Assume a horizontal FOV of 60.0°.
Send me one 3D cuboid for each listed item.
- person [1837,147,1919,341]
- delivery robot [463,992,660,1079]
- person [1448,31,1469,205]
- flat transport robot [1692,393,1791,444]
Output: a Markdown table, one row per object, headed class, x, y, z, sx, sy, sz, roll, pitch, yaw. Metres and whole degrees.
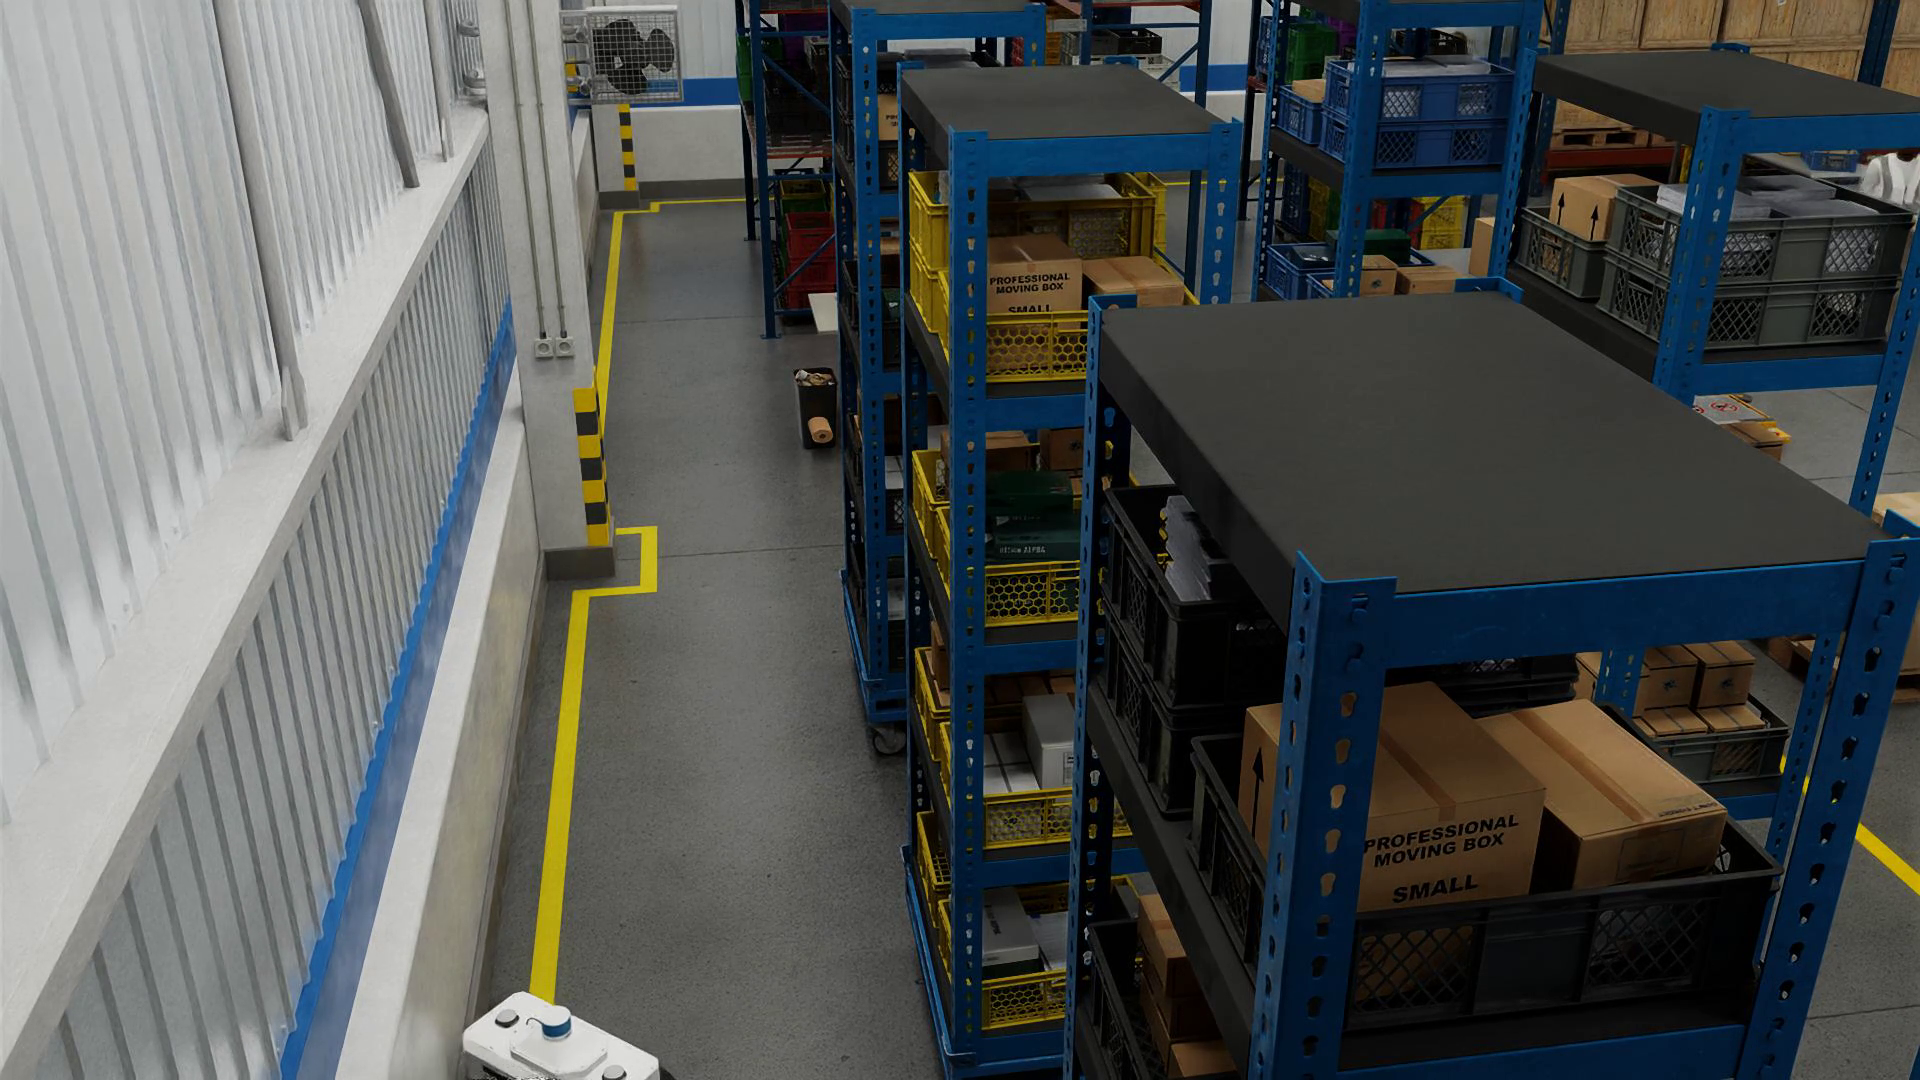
| class | x | y | z | sx | sy | sz | roll | pitch | yaw |
| --- | --- | --- | --- | --- | --- | --- | --- | --- | --- |
| person | 7.890 | -2.617 | 14.094 | 0.581 | 1.830 | 0.958 | -6 | 25 | -13 |
| delivery robot | -1.389 | 1.848 | 5.804 | 0.707 | 0.478 | 0.477 | 15 | 29 | 30 |
| person | 5.422 | -4.722 | 18.603 | 0.800 | 1.906 | 0.651 | 6 | 25 | 12 |
| flat transport robot | 5.224 | -0.859 | 12.132 | 1.431 | 0.197 | 0.652 | -4 | 25 | -8 |
